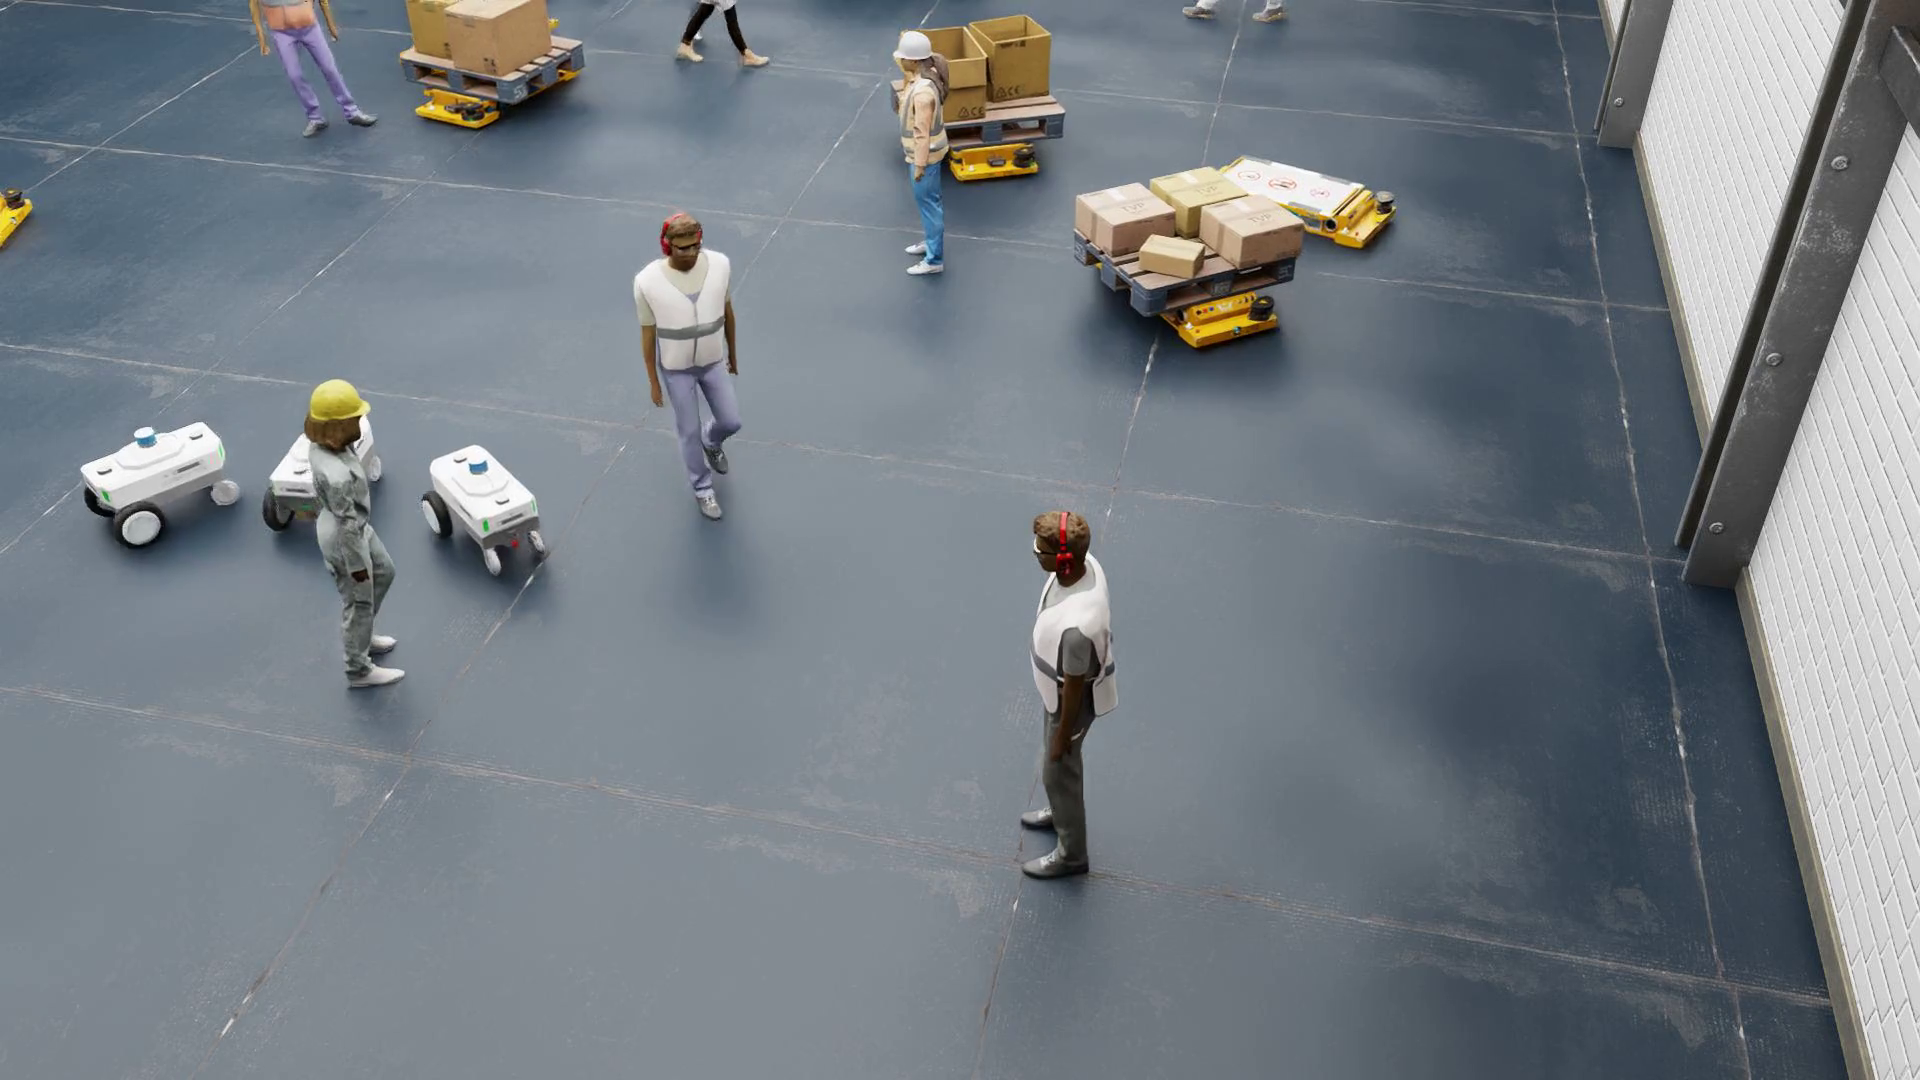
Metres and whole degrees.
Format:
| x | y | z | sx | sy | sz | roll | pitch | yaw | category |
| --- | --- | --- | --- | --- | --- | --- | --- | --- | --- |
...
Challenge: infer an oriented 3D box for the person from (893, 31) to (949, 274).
| x | y | z | sx | sy | sz | roll | pitch | yaw | category |
| --- | --- | --- | --- | --- | --- | --- | --- | --- | --- |
| -0.261 | -2.703 | 11.624 | 0.378 | 1.720 | 0.491 | -2 | 37 | -3 | person |

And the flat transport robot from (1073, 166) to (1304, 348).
| x | y | z | sx | sy | sz | roll | pitch | yaw | category |
| --- | --- | --- | --- | --- | --- | --- | --- | --- | --- |
| 1.543 | -1.803 | 11.631 | 0.659 | 0.231 | 1.431 | -16 | 40 | -21 | flat transport robot |

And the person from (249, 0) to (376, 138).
| x | y | z | sx | sy | sz | roll | pitch | yaw | category |
| --- | --- | --- | --- | --- | --- | --- | --- | --- | --- |
| -5.338 | -4.166 | 13.516 | 0.755 | 1.798 | 0.401 | -10 | 38 | -12 | person |

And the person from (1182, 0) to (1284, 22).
| x | y | z | sx | sy | sz | roll | pitch | yaw | category |
| --- | --- | --- | --- | --- | --- | --- | --- | --- | --- |
| 2.692 | -5.795 | 15.671 | 0.991 | 1.834 | 0.592 | -4 | 37 | -5 | person |

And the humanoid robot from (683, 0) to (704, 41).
| x | y | z | sx | sy | sz | roll | pitch | yaw | category |
| --- | --- | --- | --- | --- | --- | --- | --- | --- | --- |
| -2.457 | -5.367 | 15.199 | 0.553 | 1.808 | 0.775 | -28 | 45 | -32 | humanoid robot |

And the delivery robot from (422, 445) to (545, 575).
| x | y | z | sx | sy | sz | roll | pitch | yaw | category |
| --- | --- | --- | --- | --- | --- | --- | --- | --- | --- |
| -2.645 | -0.218 | 9.257 | 0.499 | 0.577 | 0.769 | -26 | 44 | -30 | delivery robot |

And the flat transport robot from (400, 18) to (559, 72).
| x | y | z | sx | sy | sz | roll | pitch | yaw | category |
| --- | --- | --- | --- | --- | --- | --- | --- | --- | --- |
| -4.478 | -4.713 | 15.525 | 0.659 | 0.231 | 1.431 | 19 | 41 | 23 | flat transport robot |

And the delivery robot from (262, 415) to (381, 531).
| x | y | z | sx | sy | sz | roll | pitch | yaw | category |
| --- | --- | --- | --- | --- | --- | --- | --- | --- | --- |
| -3.639 | -0.392 | 9.509 | 0.499 | 0.601 | 0.775 | 4 | 37 | 5 | delivery robot |

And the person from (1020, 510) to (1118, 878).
| x | y | z | sx | sy | sz | roll | pitch | yaw | category |
| --- | --- | --- | --- | --- | --- | --- | --- | --- | --- |
| 0.470 | 0.650 | 7.046 | 0.394 | 1.830 | 0.571 | 1 | 37 | 1 | person |

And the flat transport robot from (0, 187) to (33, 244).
| x | y | z | sx | sy | sz | roll | pitch | yaw | category |
| --- | --- | --- | --- | --- | --- | --- | --- | --- | --- |
| -7.799 | -2.387 | 12.413 | 1.431 | 0.231 | 0.659 | -2 | 37 | -3 | flat transport robot |

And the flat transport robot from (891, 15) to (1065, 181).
| x | y | z | sx | sy | sz | roll | pitch | yaw | category |
| --- | --- | --- | --- | --- | --- | --- | --- | --- | --- |
| 0.121 | -3.347 | 13.697 | 0.659 | 0.231 | 1.431 | -9 | 38 | -12 | flat transport robot |

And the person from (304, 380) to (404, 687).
| x | y | z | sx | sy | sz | roll | pitch | yaw | category |
| --- | --- | --- | --- | --- | --- | --- | --- | --- | --- |
| -2.933 | -0.015 | 8.031 | 0.447 | 1.712 | 0.492 | -15 | 39 | -19 | person |

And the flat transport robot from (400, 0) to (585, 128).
| x | y | z | sx | sy | sz | roll | pitch | yaw | category |
| --- | --- | --- | --- | --- | --- | --- | --- | --- | --- |
| -4.032 | -3.976 | 14.539 | 0.659 | 0.231 | 1.431 | 17 | 40 | 21 | flat transport robot |

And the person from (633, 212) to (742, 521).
| x | y | z | sx | sy | sz | roll | pitch | yaw | category |
| --- | --- | --- | --- | --- | --- | --- | --- | --- | --- |
| -1.483 | -0.980 | 9.223 | 0.577 | 1.829 | 0.471 | -19 | 41 | -24 | person |

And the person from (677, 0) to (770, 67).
| x | y | z | sx | sy | sz | roll | pitch | yaw | category |
| --- | --- | --- | --- | --- | --- | --- | --- | --- | --- |
| -2.202 | -5.038 | 14.814 | 0.870 | 1.640 | 0.552 | 2 | 37 | 3 | person |

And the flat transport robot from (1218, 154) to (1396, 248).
| x | y | z | sx | sy | sz | roll | pitch | yaw | category |
| --- | --- | --- | --- | --- | --- | --- | --- | --- | --- |
| 2.533 | -2.598 | 12.696 | 1.431 | 0.231 | 0.659 | 22 | 42 | 26 | flat transport robot |

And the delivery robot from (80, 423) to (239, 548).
| x | y | z | sx | sy | sz | roll | pitch | yaw | category |
| --- | --- | --- | --- | --- | --- | --- | --- | --- | --- |
| -4.572 | -0.362 | 9.451 | 0.753 | 0.579 | 0.499 | -29 | 46 | -33 | delivery robot |
